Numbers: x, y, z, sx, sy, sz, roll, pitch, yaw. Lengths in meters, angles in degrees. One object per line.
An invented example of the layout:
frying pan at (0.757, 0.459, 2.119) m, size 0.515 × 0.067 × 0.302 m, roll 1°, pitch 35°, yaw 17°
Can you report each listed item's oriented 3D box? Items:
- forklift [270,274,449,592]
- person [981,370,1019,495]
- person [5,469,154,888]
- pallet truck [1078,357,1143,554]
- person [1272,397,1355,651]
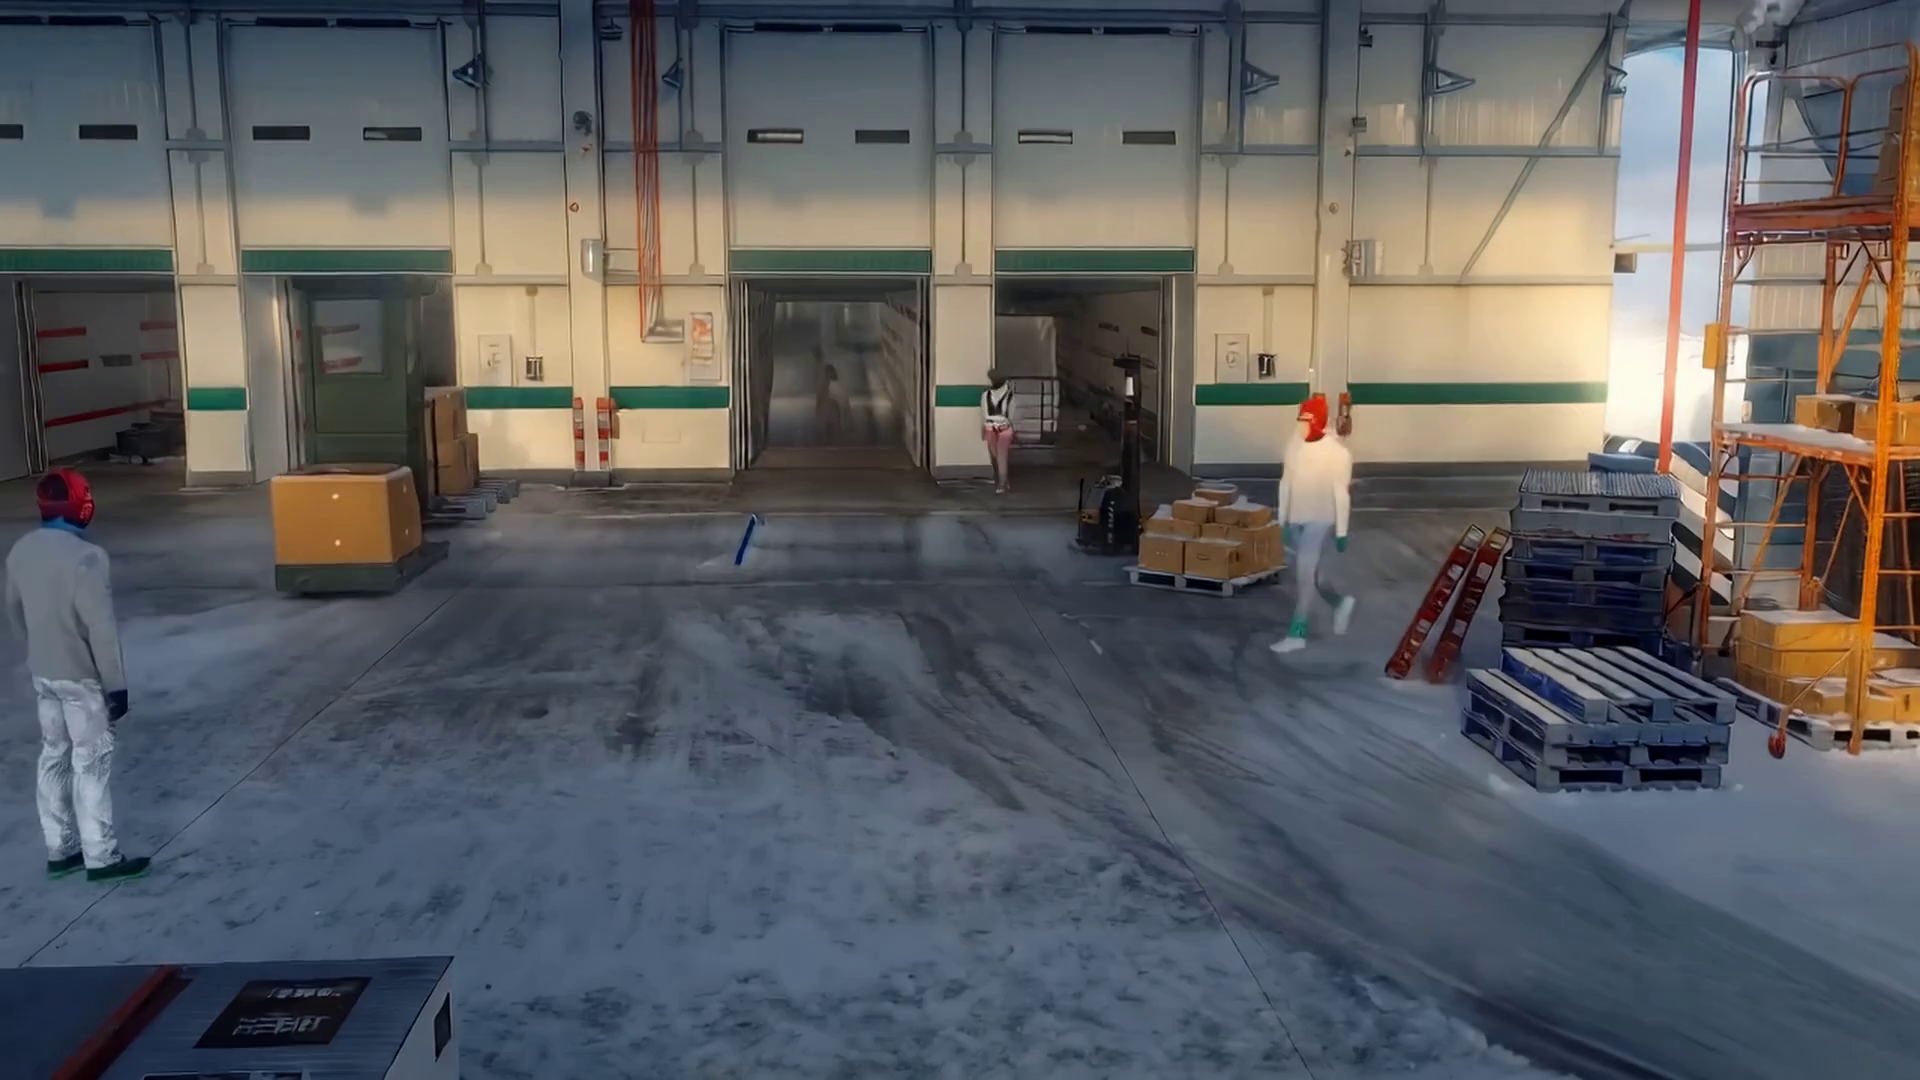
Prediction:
forklift at (-5.523, -1.029, 15.205) m, size 1.129 × 2.768 × 1.873 m, roll -1°, pitch 9°, yaw -4°
person at (0.548, -1.404, 21.518) m, size 0.546 × 1.616 × 0.596 m, roll 5°, pitch 10°, yaw 28°
person at (-4.084, 0.638, 7.685) m, size 0.635 × 1.938 × 0.361 m, roll 4°, pitch 10°, yaw 26°
pallet truck at (2.088, -0.836, 16.757) m, size 1.885 × 1.965 × 0.823 m, roll 2°, pitch 9°, yaw 13°
person at (2.723, -0.134, 12.623) m, size 0.828 × 1.920 × 0.637 m, roll -5°, pitch 11°, yaw -31°
